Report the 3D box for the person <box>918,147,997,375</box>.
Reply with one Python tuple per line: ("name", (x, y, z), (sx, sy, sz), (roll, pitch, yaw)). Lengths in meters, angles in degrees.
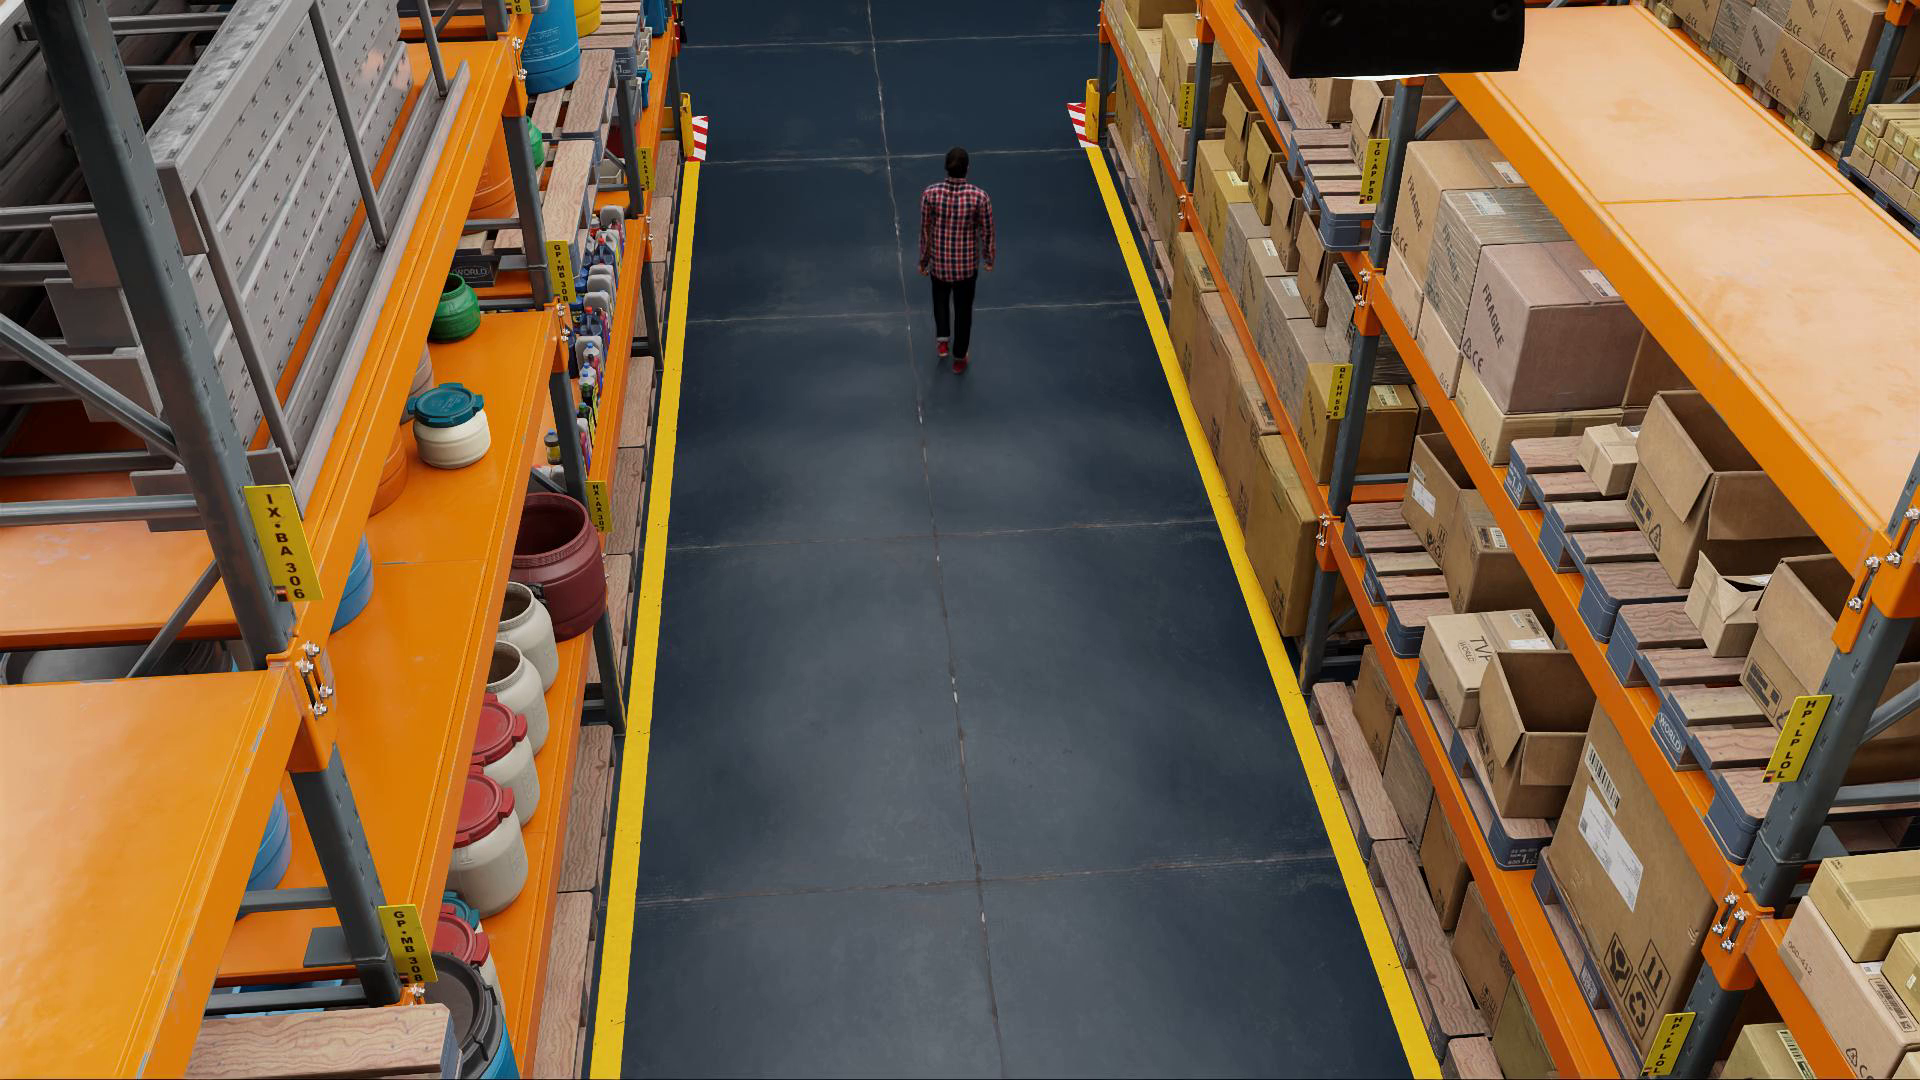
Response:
("person", (-0.053, -2.015, 12.219), (0.783, 1.751, 0.734), (5, 37, 6))
